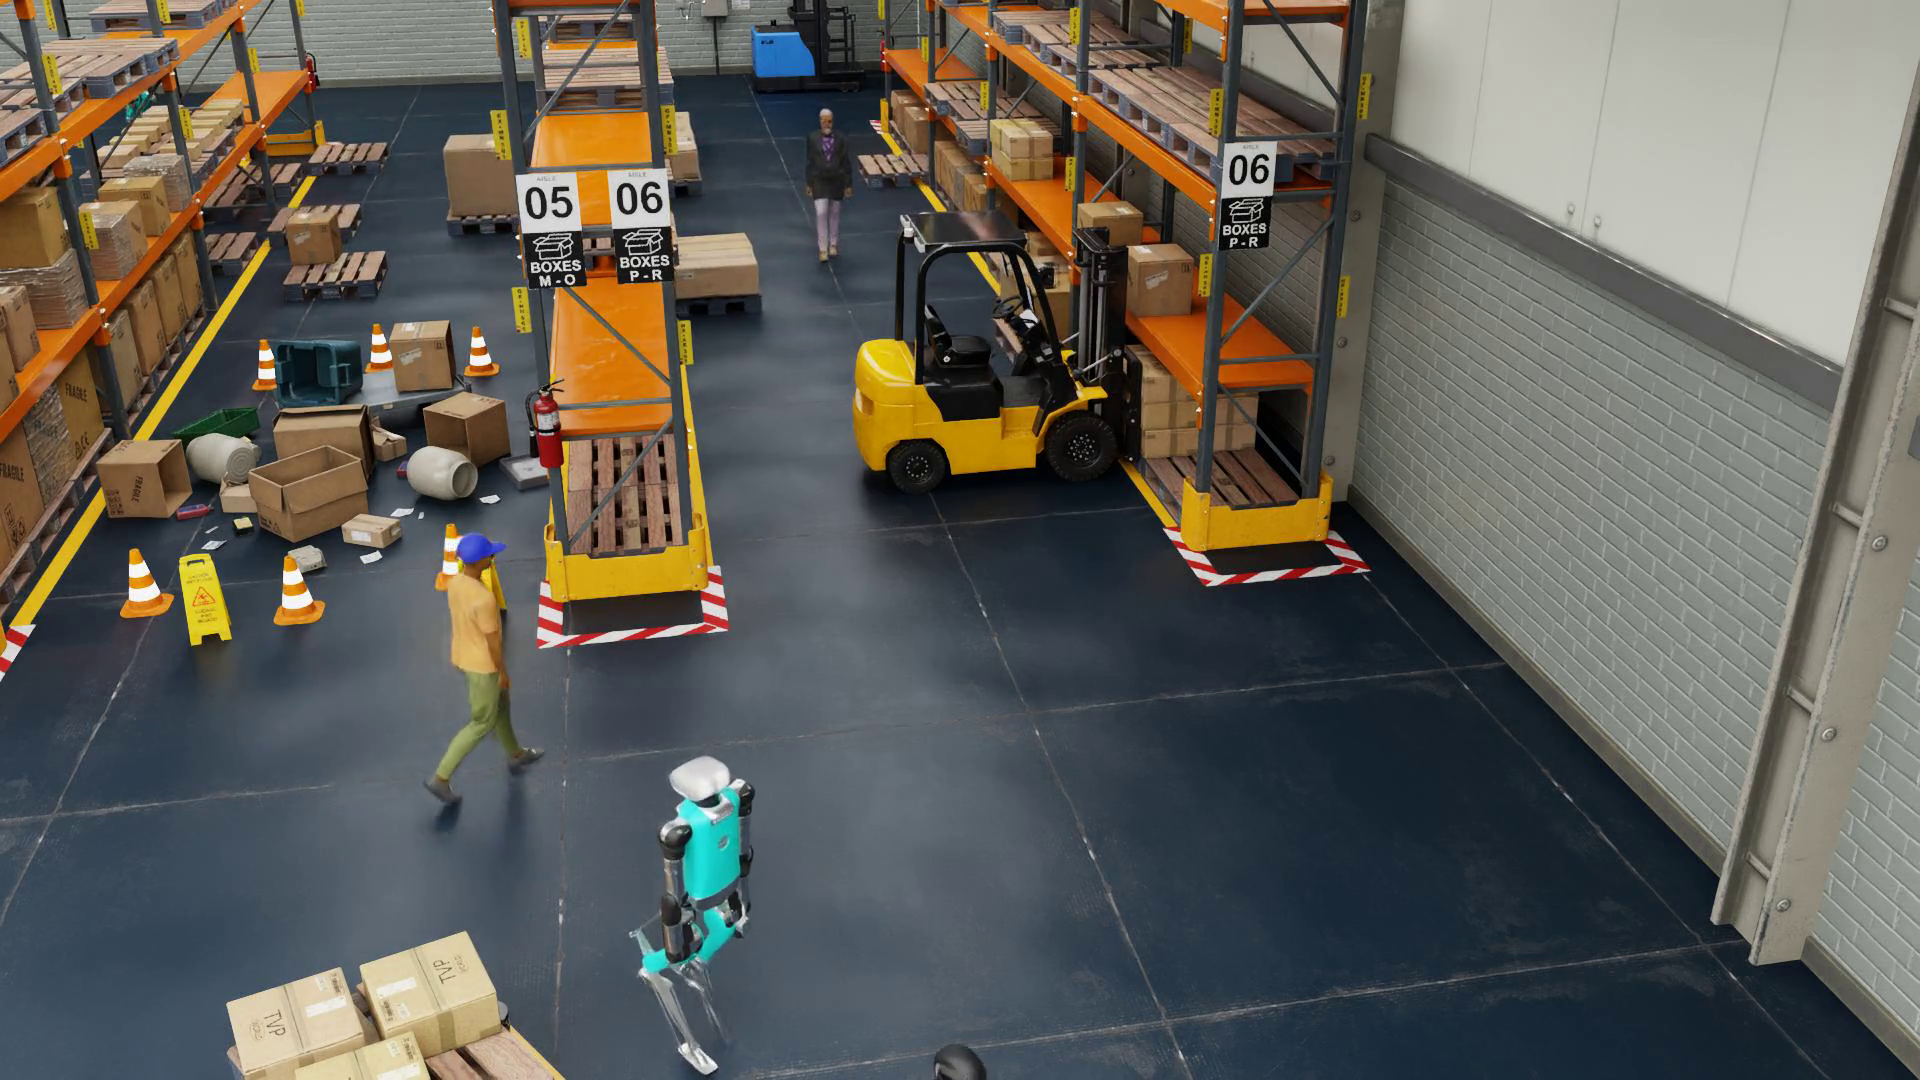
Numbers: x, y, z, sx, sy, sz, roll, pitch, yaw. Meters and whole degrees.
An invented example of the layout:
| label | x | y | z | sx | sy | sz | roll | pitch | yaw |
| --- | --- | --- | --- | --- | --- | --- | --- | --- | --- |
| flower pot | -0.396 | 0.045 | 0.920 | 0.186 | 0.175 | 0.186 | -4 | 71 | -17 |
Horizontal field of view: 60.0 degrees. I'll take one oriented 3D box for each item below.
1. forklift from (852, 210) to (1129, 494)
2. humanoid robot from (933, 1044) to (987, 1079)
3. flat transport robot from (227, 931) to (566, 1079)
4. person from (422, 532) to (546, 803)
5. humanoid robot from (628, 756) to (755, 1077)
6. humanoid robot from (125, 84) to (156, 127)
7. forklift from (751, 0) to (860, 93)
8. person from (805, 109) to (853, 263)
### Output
| label | x | y | z | sx | sy | sz | roll | pitch | yaw |
| --- | --- | --- | --- | --- | --- | --- | --- | --- | --- |
| forklift | 0.216 | -1.659 | 14.366 | 2.313 | 2.155 | 1.214 | -5 | 26 | -10 |
| humanoid robot | -0.009 | 2.561 | 6.171 | 0.336 | 1.645 | 0.601 | 21 | 33 | 37 |
| flat transport robot | -2.587 | 2.653 | 7.604 | 1.431 | 0.231 | 0.659 | -22 | 34 | -38 |
| person | -2.922 | 0.755 | 9.921 | 0.794 | 1.689 | 0.451 | -21 | 33 | -37 |
| humanoid robot | -1.303 | 1.776 | 7.800 | 0.668 | 1.853 | 0.539 | 18 | 31 | 33 |
| humanoid robot | -12.841 | -6.885 | 25.806 | 0.824 | 1.795 | 0.563 | 11 | 28 | 22 |
| forklift | -2.872 | -9.679 | 30.288 | 1.873 | 2.768 | 1.129 | -5 | 26 | -10 |
| person | -1.583 | -4.298 | 20.278 | 0.565 | 1.823 | 0.867 | -4 | 26 | -9 |
